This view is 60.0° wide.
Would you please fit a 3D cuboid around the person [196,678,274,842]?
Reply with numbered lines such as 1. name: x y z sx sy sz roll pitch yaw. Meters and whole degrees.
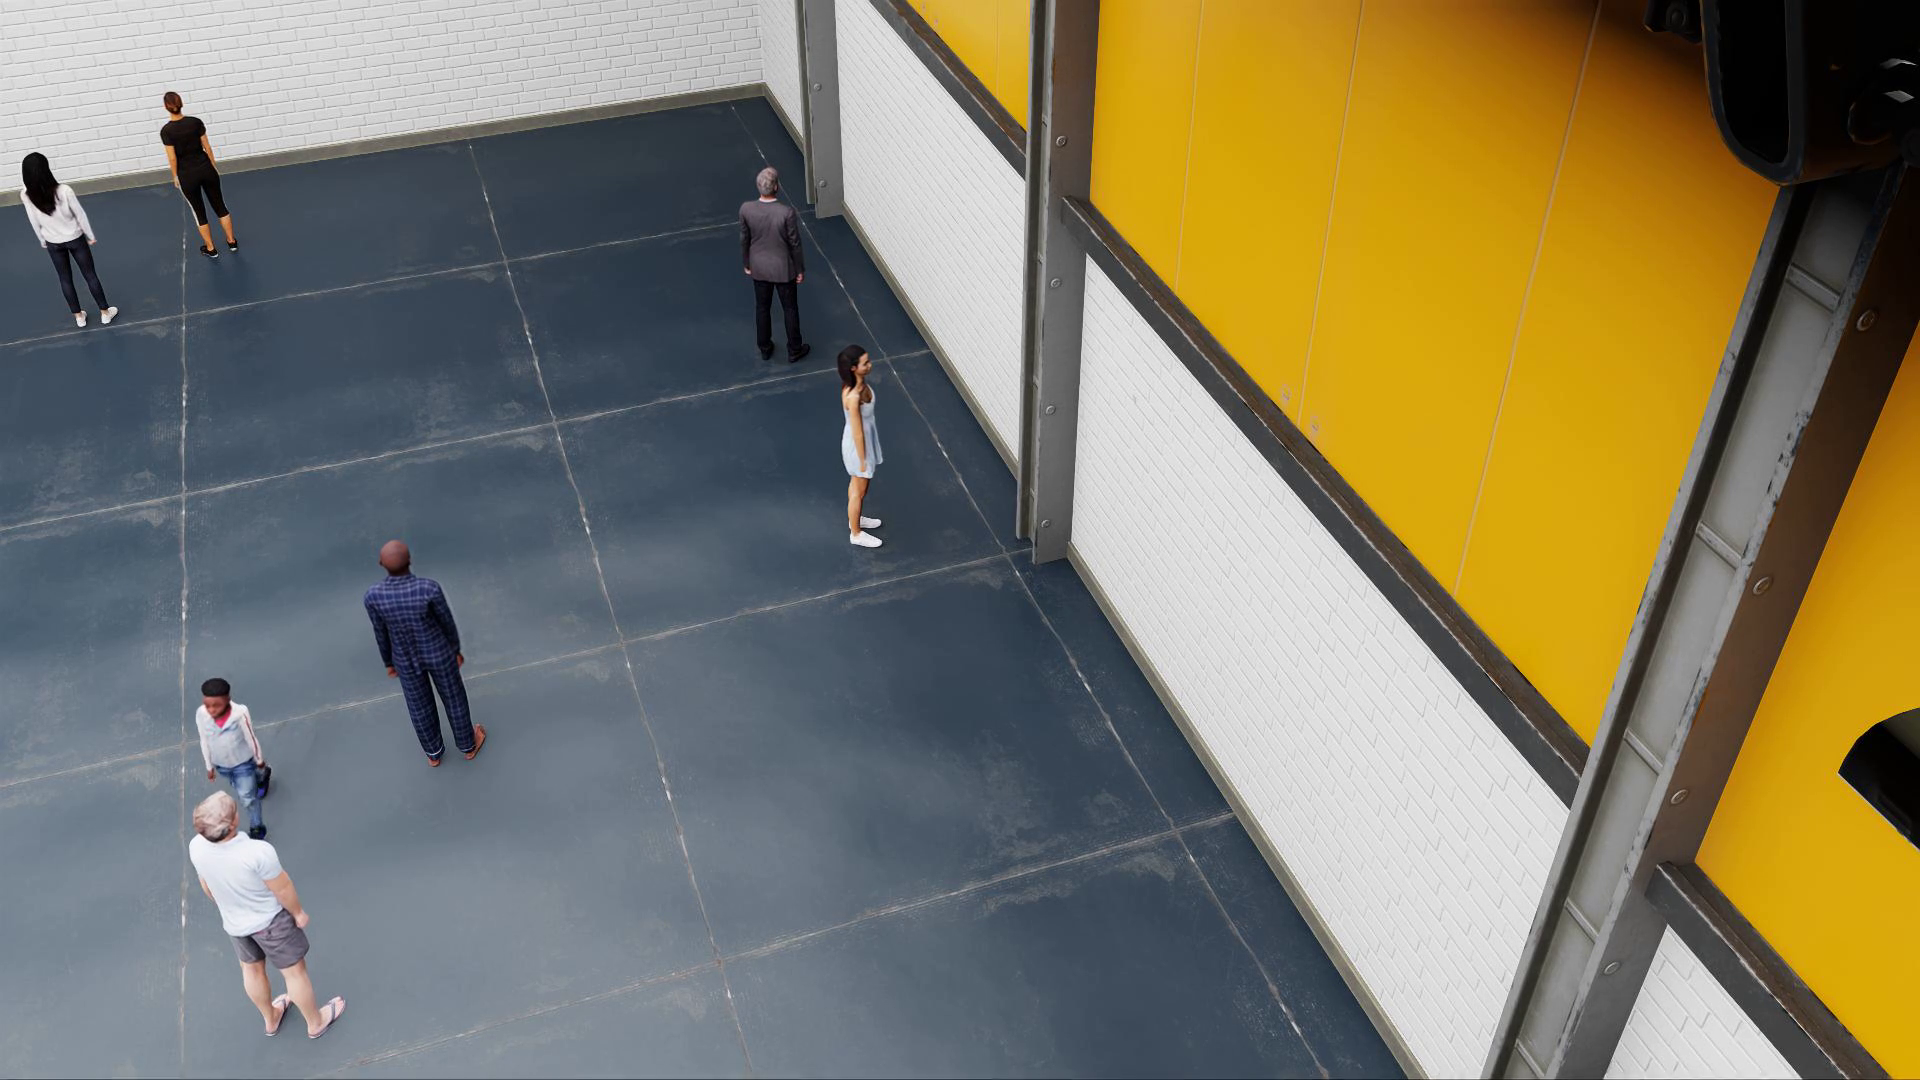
1. person: -4.522 1.308 10.408 0.702 1.243 0.914 3 39 4

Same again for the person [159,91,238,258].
1. person: -7.431 -3.564 16.169 0.644 1.669 0.618 -29 47 -32

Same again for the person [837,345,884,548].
1. person: -0.763 -0.728 12.568 0.712 1.730 0.572 -1 39 -1

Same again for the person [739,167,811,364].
1. person: -1.634 -2.411 14.588 0.807 1.840 0.798 7 39 9

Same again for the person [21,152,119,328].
1. person: -8.132 -2.730 15.098 0.639 1.701 0.583 -9 39 -11

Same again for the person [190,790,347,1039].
1. person: -3.815 2.049 9.010 0.732 1.831 0.727 5 39 7

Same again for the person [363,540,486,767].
1. person: -3.444 0.729 10.672 0.694 1.818 0.654 -6 39 -8
